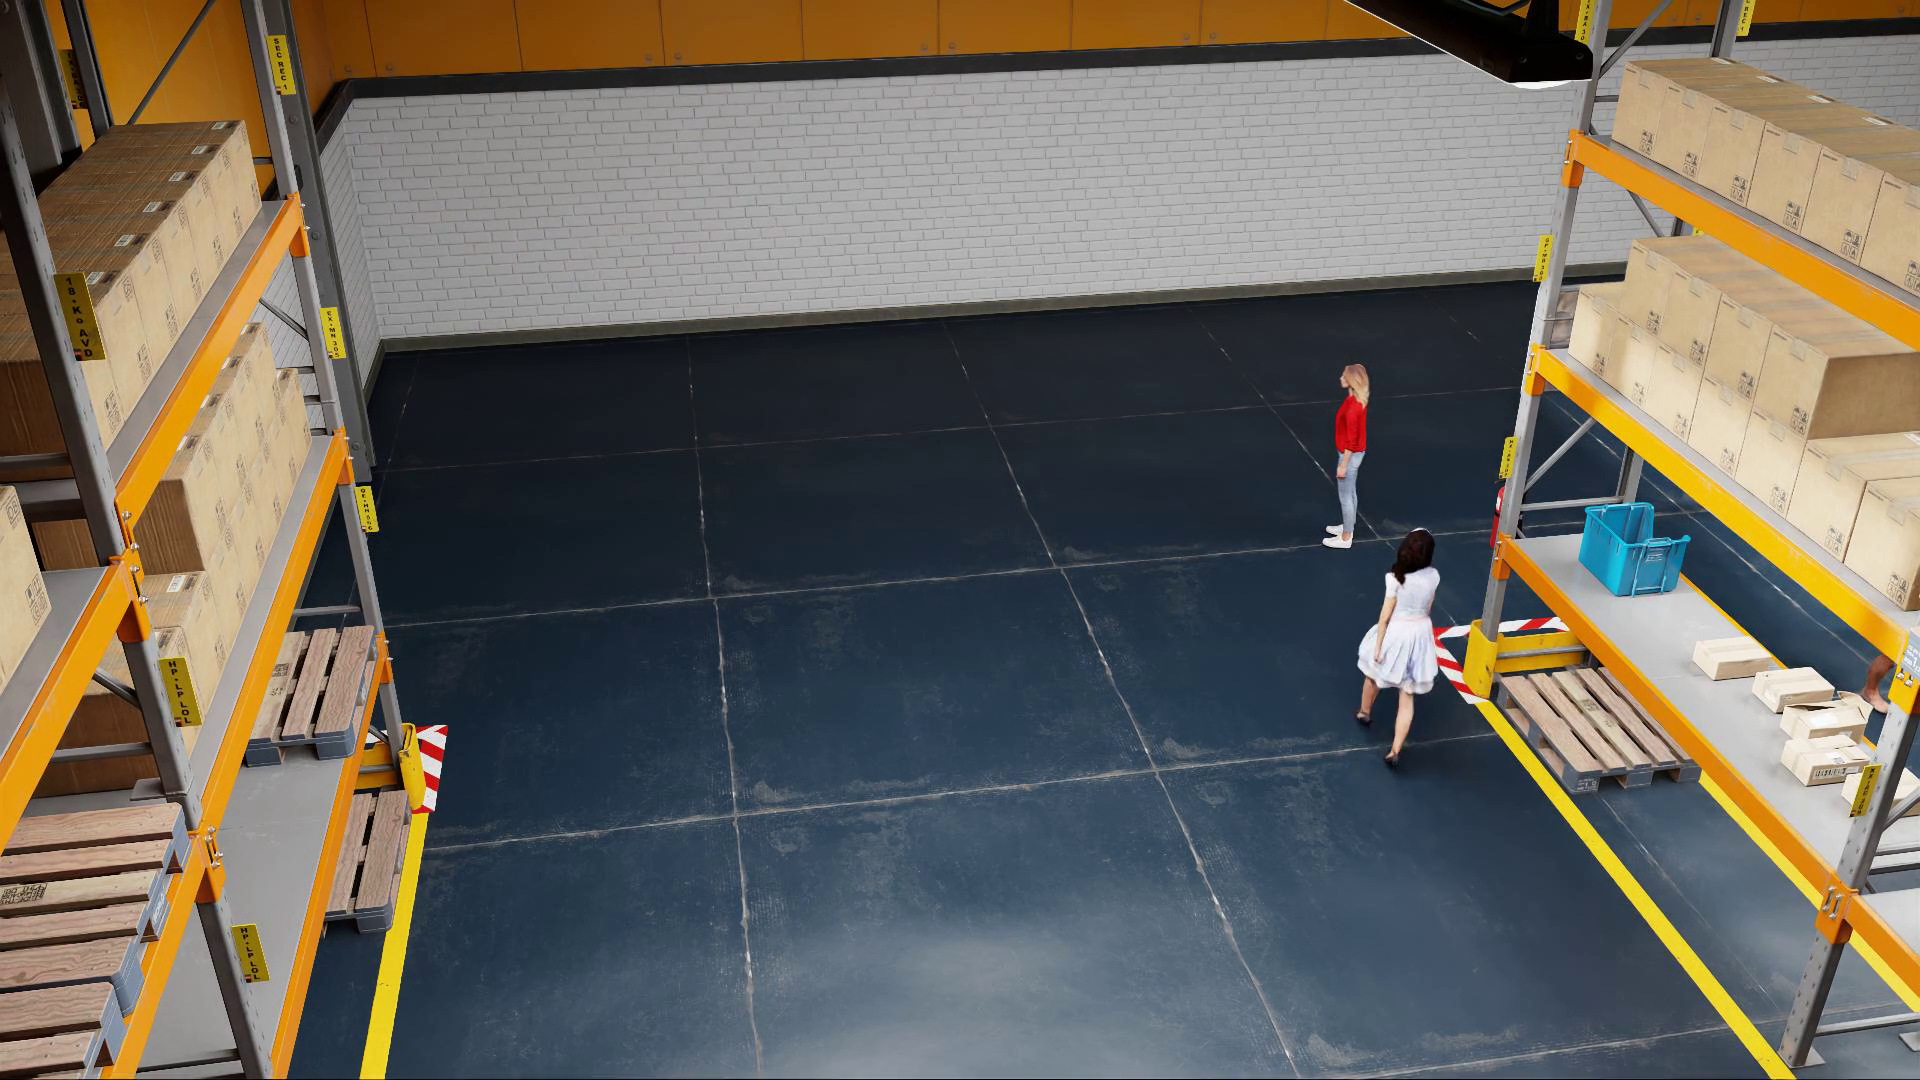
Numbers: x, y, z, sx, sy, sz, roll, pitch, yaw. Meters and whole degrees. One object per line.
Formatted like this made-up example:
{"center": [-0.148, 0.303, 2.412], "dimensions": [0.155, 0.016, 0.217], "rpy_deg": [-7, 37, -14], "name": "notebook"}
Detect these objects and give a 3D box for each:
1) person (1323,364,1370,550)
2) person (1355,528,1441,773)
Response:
{"center": [3.398, -0.731, 14.528], "dimensions": [0.752, 1.703, 0.628], "rpy_deg": [10, 30, 17], "name": "person"}
{"center": [3.128, 0.823, 11.599], "dimensions": [0.716, 1.779, 1.011], "rpy_deg": [-3, 29, -5], "name": "person"}
